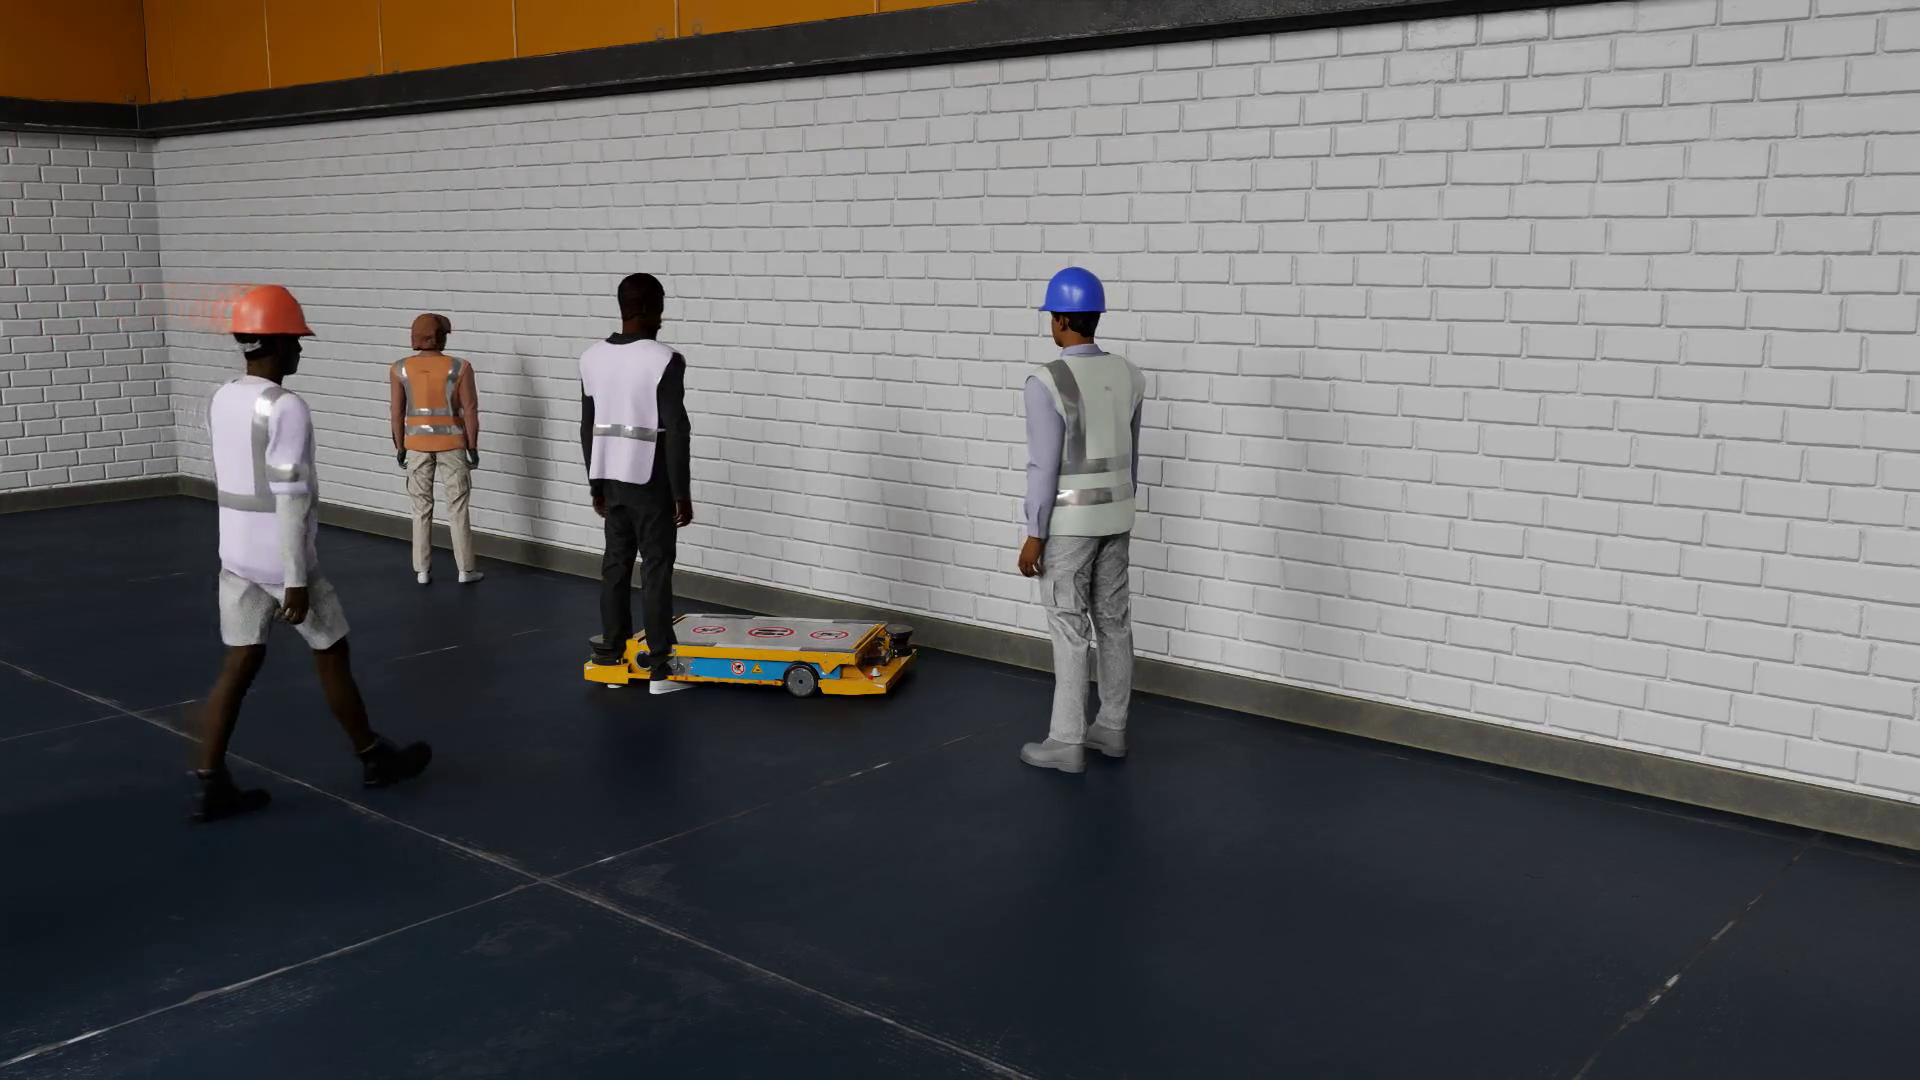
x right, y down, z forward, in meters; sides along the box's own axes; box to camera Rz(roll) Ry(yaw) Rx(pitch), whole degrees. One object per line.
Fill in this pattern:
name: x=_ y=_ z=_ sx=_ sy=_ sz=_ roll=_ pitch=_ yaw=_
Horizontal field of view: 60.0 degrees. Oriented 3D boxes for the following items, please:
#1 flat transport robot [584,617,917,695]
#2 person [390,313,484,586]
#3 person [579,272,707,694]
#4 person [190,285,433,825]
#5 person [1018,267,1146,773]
flat transport robot: x=-0.970 y=0.525 z=7.830 sx=1.431 sy=0.197 sz=0.652 roll=2 pitch=10 yaw=11
person: x=-3.140 y=-0.534 z=9.975 sx=0.514 sy=1.636 sz=0.315 roll=-1 pitch=10 yaw=-3
person: x=-1.472 y=-0.251 z=7.581 sx=0.590 sy=1.912 sz=0.398 roll=6 pitch=12 yaw=31
person: x=-2.417 y=0.039 z=6.002 sx=0.564 sy=1.891 sz=0.904 roll=7 pitch=12 yaw=35
person: x=0.460 y=-0.073 z=6.460 sx=0.605 sy=1.949 sz=0.399 roll=-9 pitch=13 yaw=-42
